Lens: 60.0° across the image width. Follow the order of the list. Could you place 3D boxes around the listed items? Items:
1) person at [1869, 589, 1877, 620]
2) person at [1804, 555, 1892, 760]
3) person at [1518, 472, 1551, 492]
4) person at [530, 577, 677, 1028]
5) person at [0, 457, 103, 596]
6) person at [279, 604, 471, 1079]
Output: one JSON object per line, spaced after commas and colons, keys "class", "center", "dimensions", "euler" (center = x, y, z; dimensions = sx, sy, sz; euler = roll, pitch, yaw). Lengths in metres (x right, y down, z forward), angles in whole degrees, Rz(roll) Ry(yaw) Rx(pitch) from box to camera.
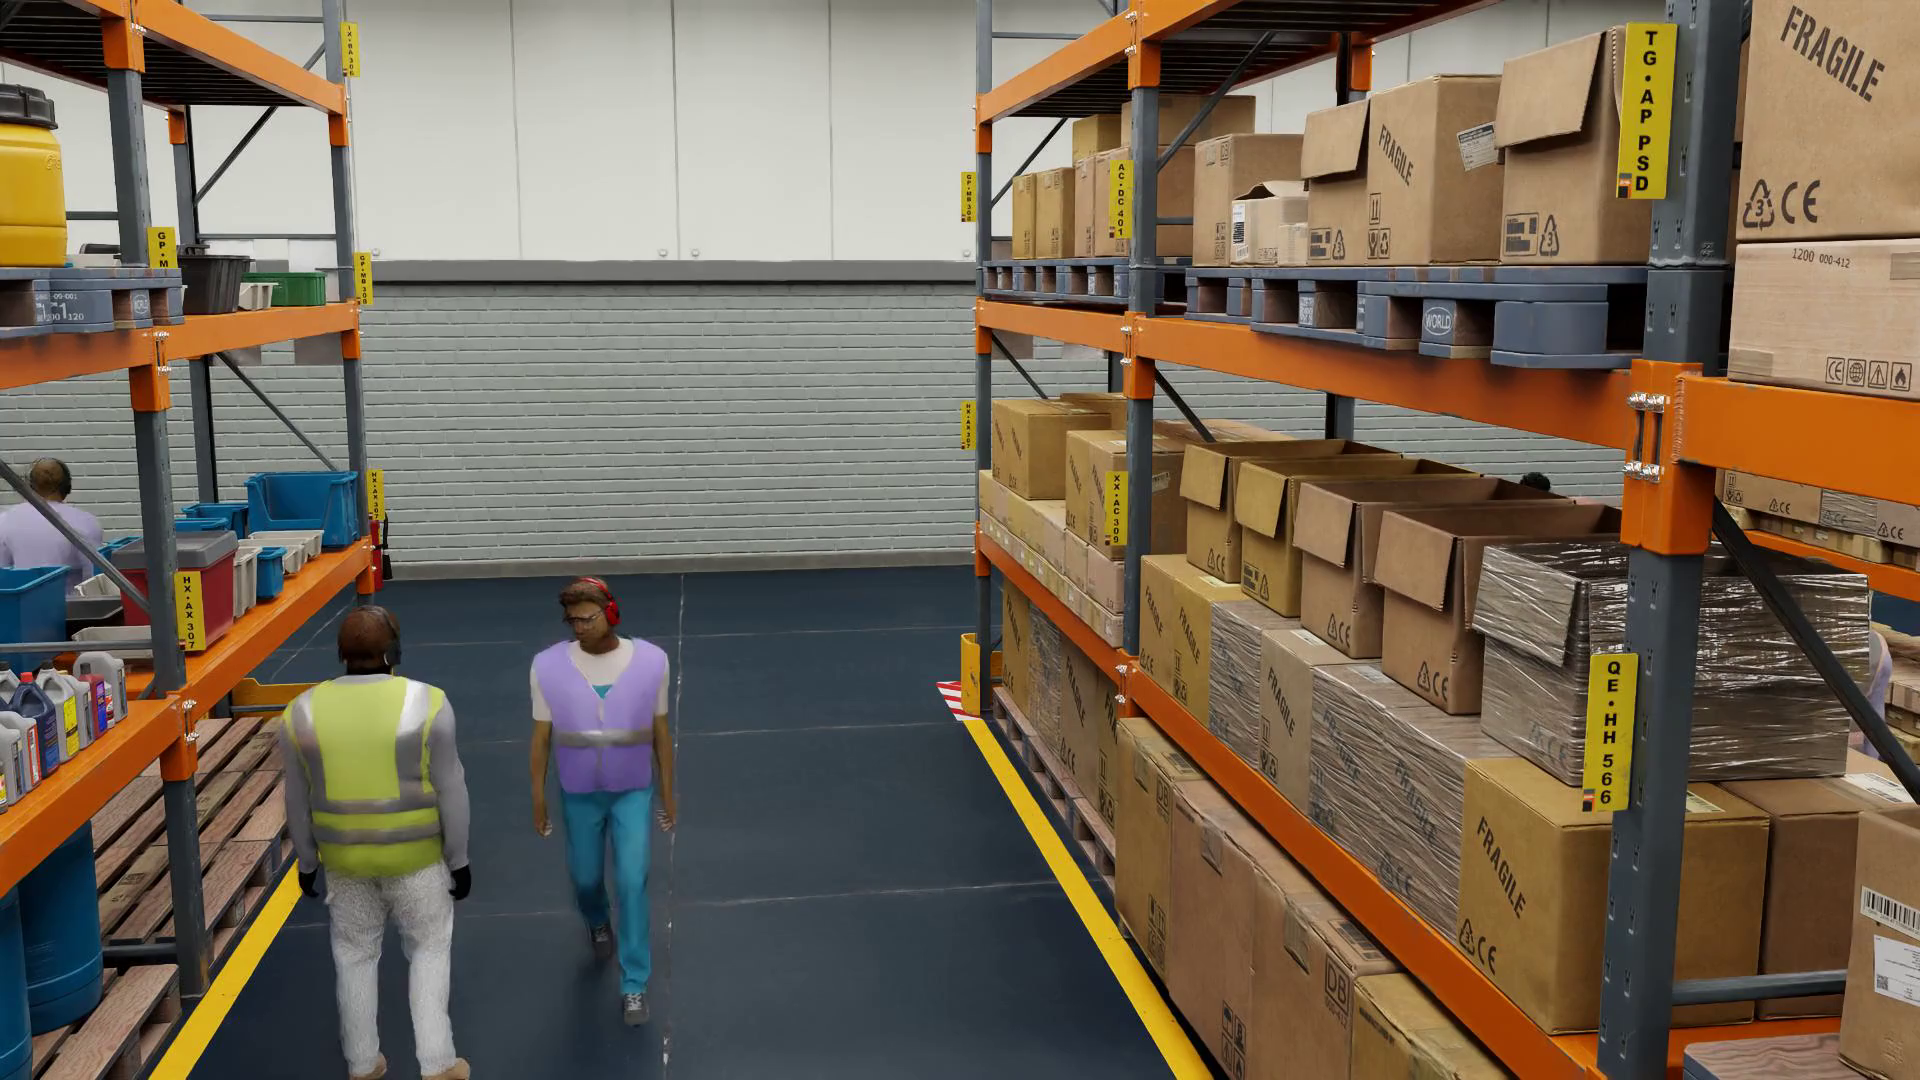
{"class": "person", "center": [6.184, 0.249, 11.534], "dimensions": [0.510, 1.860, 0.334], "euler": [-4, 10, -25]}
{"class": "person", "center": [3.560, 0.980, 7.069], "dimensions": [0.624, 1.844, 0.430], "euler": [1, 9, 7]}
{"class": "person", "center": [3.830, 0.381, 11.193], "dimensions": [0.551, 1.687, 0.383], "euler": [6, 11, 31]}
{"class": "person", "center": [-1.481, 1.022, 6.927], "dimensions": [0.590, 1.812, 0.797], "euler": [-2, 9, -12]}
{"class": "person", "center": [-5.462, 0.433, 10.222], "dimensions": [0.660, 1.906, 0.905], "euler": [1, 9, 5]}
{"class": "person", "center": [-2.100, 1.143, 6.064], "dimensions": [0.641, 1.841, 0.429], "euler": [0, 9, -2]}
